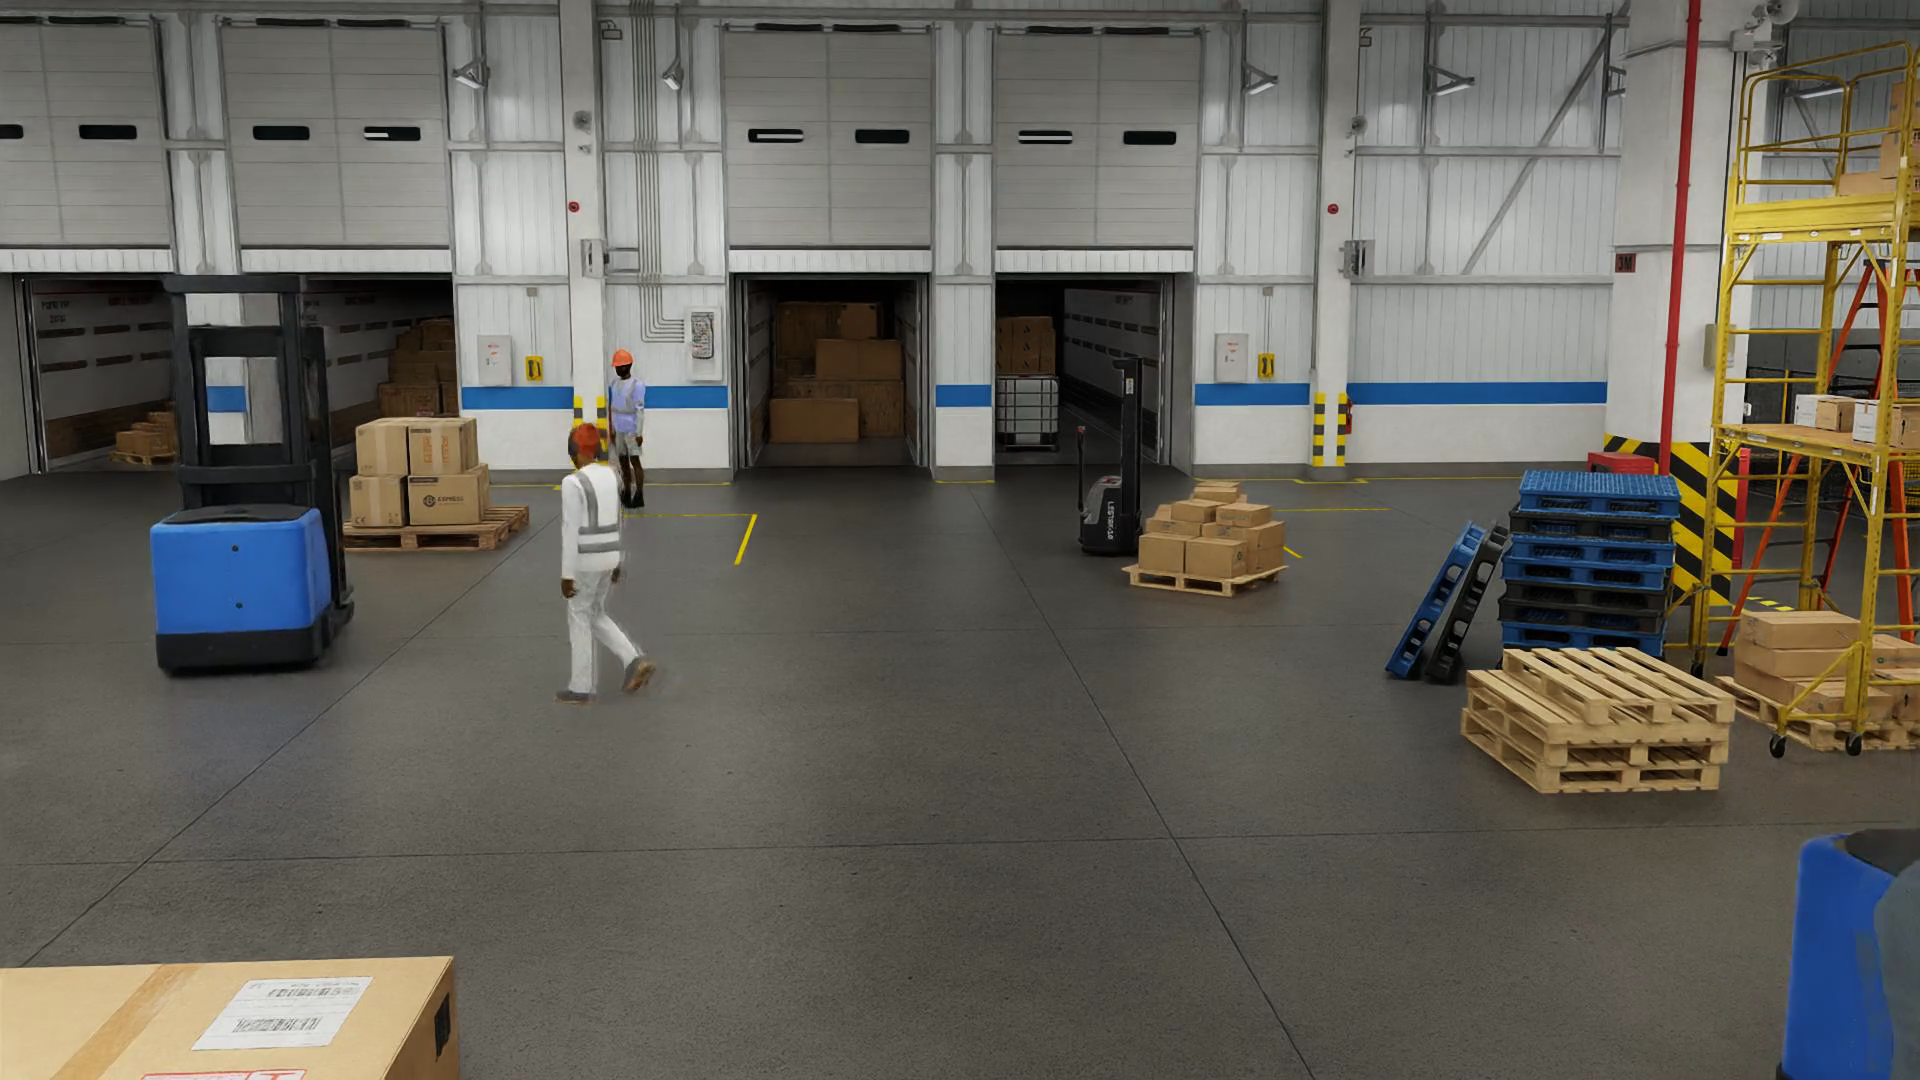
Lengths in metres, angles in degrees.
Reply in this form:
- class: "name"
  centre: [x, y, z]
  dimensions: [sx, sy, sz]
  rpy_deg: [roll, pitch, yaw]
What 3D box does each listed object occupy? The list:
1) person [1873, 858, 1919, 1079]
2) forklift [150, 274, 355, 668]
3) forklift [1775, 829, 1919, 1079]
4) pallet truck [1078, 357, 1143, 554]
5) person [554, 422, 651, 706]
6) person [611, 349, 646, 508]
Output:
- class: "person"
  centre: [2.227, 1.312, 3.556]
  dimensions: [0.637, 1.914, 0.483]
  rpy_deg: [-2, 9, -9]
- class: "forklift"
  centre: [-5.313, -0.585, 12.423]
  dimensions: [1.129, 2.768, 1.873]
  rpy_deg: [-2, 9, -12]
- class: "forklift"
  centre: [3.242, 0.705, 4.319]
  dimensions: [1.129, 2.768, 1.873]
  rpy_deg: [-2, 9, -10]
- class: "pallet truck"
  centre: [2.088, -0.836, 16.757]
  dimensions: [1.885, 1.965, 0.823]
  rpy_deg: [2, 9, 13]
- class: "person"
  centre: [-2.354, 0.164, 10.894]
  dimensions: [0.585, 1.869, 0.650]
  rpy_deg: [3, 10, 21]
- class: "person"
  centre: [-4.055, -1.346, 20.190]
  dimensions: [0.543, 1.929, 0.384]
  rpy_deg: [7, 12, 38]
